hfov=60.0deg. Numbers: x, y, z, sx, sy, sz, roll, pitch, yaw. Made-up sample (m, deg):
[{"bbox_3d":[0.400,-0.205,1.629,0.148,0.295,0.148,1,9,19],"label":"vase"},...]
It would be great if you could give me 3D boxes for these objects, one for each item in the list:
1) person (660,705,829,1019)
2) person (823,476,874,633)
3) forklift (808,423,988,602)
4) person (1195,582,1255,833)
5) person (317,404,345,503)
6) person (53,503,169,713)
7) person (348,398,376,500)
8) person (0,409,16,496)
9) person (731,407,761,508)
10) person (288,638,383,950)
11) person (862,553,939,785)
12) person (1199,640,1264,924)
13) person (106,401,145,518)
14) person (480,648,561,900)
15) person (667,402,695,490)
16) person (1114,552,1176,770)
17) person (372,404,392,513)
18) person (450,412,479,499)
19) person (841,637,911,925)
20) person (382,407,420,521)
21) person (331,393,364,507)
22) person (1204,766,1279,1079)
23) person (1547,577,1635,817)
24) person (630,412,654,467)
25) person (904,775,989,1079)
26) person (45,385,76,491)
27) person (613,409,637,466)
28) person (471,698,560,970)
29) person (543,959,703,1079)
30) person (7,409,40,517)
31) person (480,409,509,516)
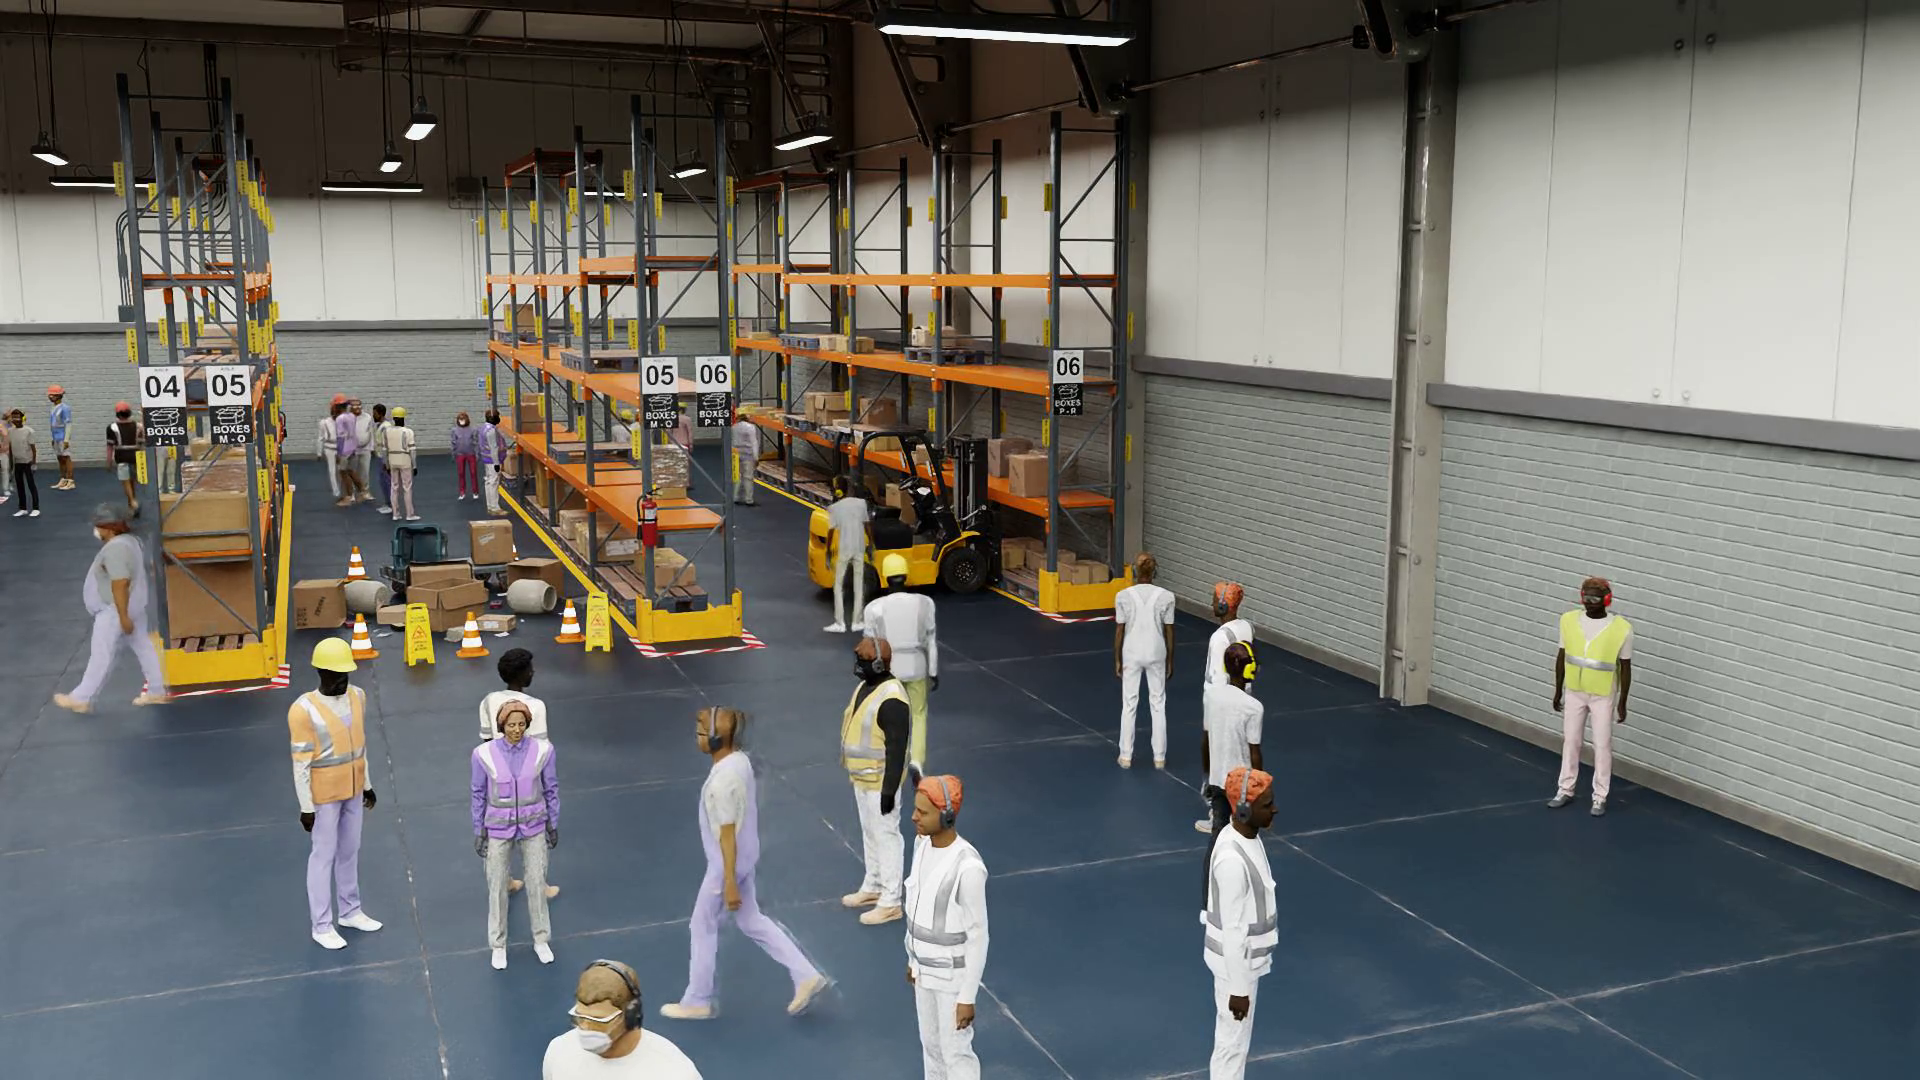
[{"bbox_3d":[-1.190,1.786,9.181,0.898,1.817,0.533,1,9,7],"label":"person"},{"bbox_3d":[-1.293,0.175,19.222,0.649,1.835,0.367,-2,9,-15],"label":"person"},{"bbox_3d":[-0.830,-0.399,21.676,2.313,2.155,1.214,-4,10,-21],"label":"forklift"},{"bbox_3d":[1.974,1.239,12.346,0.355,1.883,0.575,5,10,30],"label":"person"},{"bbox_3d":[-11.326,-1.570,30.192,0.616,1.826,0.957,-6,11,-34],"label":"person"},{"bbox_3d":[-8.094,0.610,15.807,0.979,2.000,0.695,-2,9,-10],"label":"person"},{"bbox_3d":[-11.046,-1.662,30.530,0.655,1.906,0.407,-8,12,-43],"label":"person"},{"bbox_3d":[-17.908,-1.648,31.298,0.398,1.624,0.561,6,11,32],"label":"person"},{"bbox_3d":[-3.834,-1.462,29.642,0.662,1.795,0.404,8,12,40],"label":"person"},{"bbox_3d":[-3.847,1.544,10.290,0.374,1.923,0.595,4,10,22],"label":"person"},{"bbox_3d":[-0.474,1.051,13.434,0.631,1.911,0.629,-1,9,-6],"label":"person"},{"bbox_3d":[1.724,1.551,10.466,0.320,1.860,0.520,-6,11,-34],"label":"person"},{"bbox_3d":[-14.221,-1.377,28.444,0.965,2.011,0.613,9,12,43],"label":"person"},{"bbox_3d":[-2.916,1.549,10.966,0.536,1.699,0.322,5,10,26],"label":"person"},{"bbox_3d":[-5.385,-1.837,32.078,0.528,1.765,0.328,3,10,19],"label":"person"},{"bbox_3d":[1.543,1.011,13.941,0.502,1.837,0.349,1,9,5],"label":"person"},{"bbox_3d":[-10.025,-1.418,28.995,0.423,1.908,0.595,-5,10,-29],"label":"person"},{"bbox_3d":[-9.153,-1.557,30.753,0.513,1.625,0.287,-2,9,-10],"label":"person"},{"bbox_3d":[-0.549,1.529,10.671,0.429,1.841,0.638,-4,10,-22],"label":"person"},{"bbox_3d":[-9.421,-1.274,28.021,0.587,1.928,0.363,1,9,9],"label":"person"},{"bbox_3d":[-11.010,-1.607,29.781,0.411,2.045,0.613,1,9,5],"label":"person"},{"bbox_3d":[1.313,1.973,7.725,0.350,1.882,0.583,2,9,14],"label":"person"},{"bbox_3d":[4.855,1.188,12.777,0.563,1.847,0.394,8,12,40],"label":"person"},{"bbox_3d":[-6.094,-1.739,32.017,0.519,1.585,0.874,-3,10,-19],"label":"person"},{"bbox_3d":[-0.084,1.988,7.625,0.345,1.882,0.584,-5,10,-28],"label":"person"},{"bbox_3d":[-17.319,-1.964,31.994,0.605,2.045,0.378,7,11,37],"label":"person"},{"bbox_3d":[-6.103,-1.513,30.157,0.566,1.727,0.473,7,11,36],"label":"person"},{"bbox_3d":[-2.652,1.745,9.953,0.515,1.634,0.313,-3,10,-21],"label":"person"},{"bbox_3d":[-1.115,2.299,5.533,0.627,1.933,0.367,4,10,26],"label":"person"},{"bbox_3d":[-16.092,-1.322,28.539,0.509,1.862,0.331,1,9,7],"label":"person"},{"bbox_3d":[-8.048,-1.344,28.735,0.429,1.844,0.622,-4,10,-26],"label":"person"}]
